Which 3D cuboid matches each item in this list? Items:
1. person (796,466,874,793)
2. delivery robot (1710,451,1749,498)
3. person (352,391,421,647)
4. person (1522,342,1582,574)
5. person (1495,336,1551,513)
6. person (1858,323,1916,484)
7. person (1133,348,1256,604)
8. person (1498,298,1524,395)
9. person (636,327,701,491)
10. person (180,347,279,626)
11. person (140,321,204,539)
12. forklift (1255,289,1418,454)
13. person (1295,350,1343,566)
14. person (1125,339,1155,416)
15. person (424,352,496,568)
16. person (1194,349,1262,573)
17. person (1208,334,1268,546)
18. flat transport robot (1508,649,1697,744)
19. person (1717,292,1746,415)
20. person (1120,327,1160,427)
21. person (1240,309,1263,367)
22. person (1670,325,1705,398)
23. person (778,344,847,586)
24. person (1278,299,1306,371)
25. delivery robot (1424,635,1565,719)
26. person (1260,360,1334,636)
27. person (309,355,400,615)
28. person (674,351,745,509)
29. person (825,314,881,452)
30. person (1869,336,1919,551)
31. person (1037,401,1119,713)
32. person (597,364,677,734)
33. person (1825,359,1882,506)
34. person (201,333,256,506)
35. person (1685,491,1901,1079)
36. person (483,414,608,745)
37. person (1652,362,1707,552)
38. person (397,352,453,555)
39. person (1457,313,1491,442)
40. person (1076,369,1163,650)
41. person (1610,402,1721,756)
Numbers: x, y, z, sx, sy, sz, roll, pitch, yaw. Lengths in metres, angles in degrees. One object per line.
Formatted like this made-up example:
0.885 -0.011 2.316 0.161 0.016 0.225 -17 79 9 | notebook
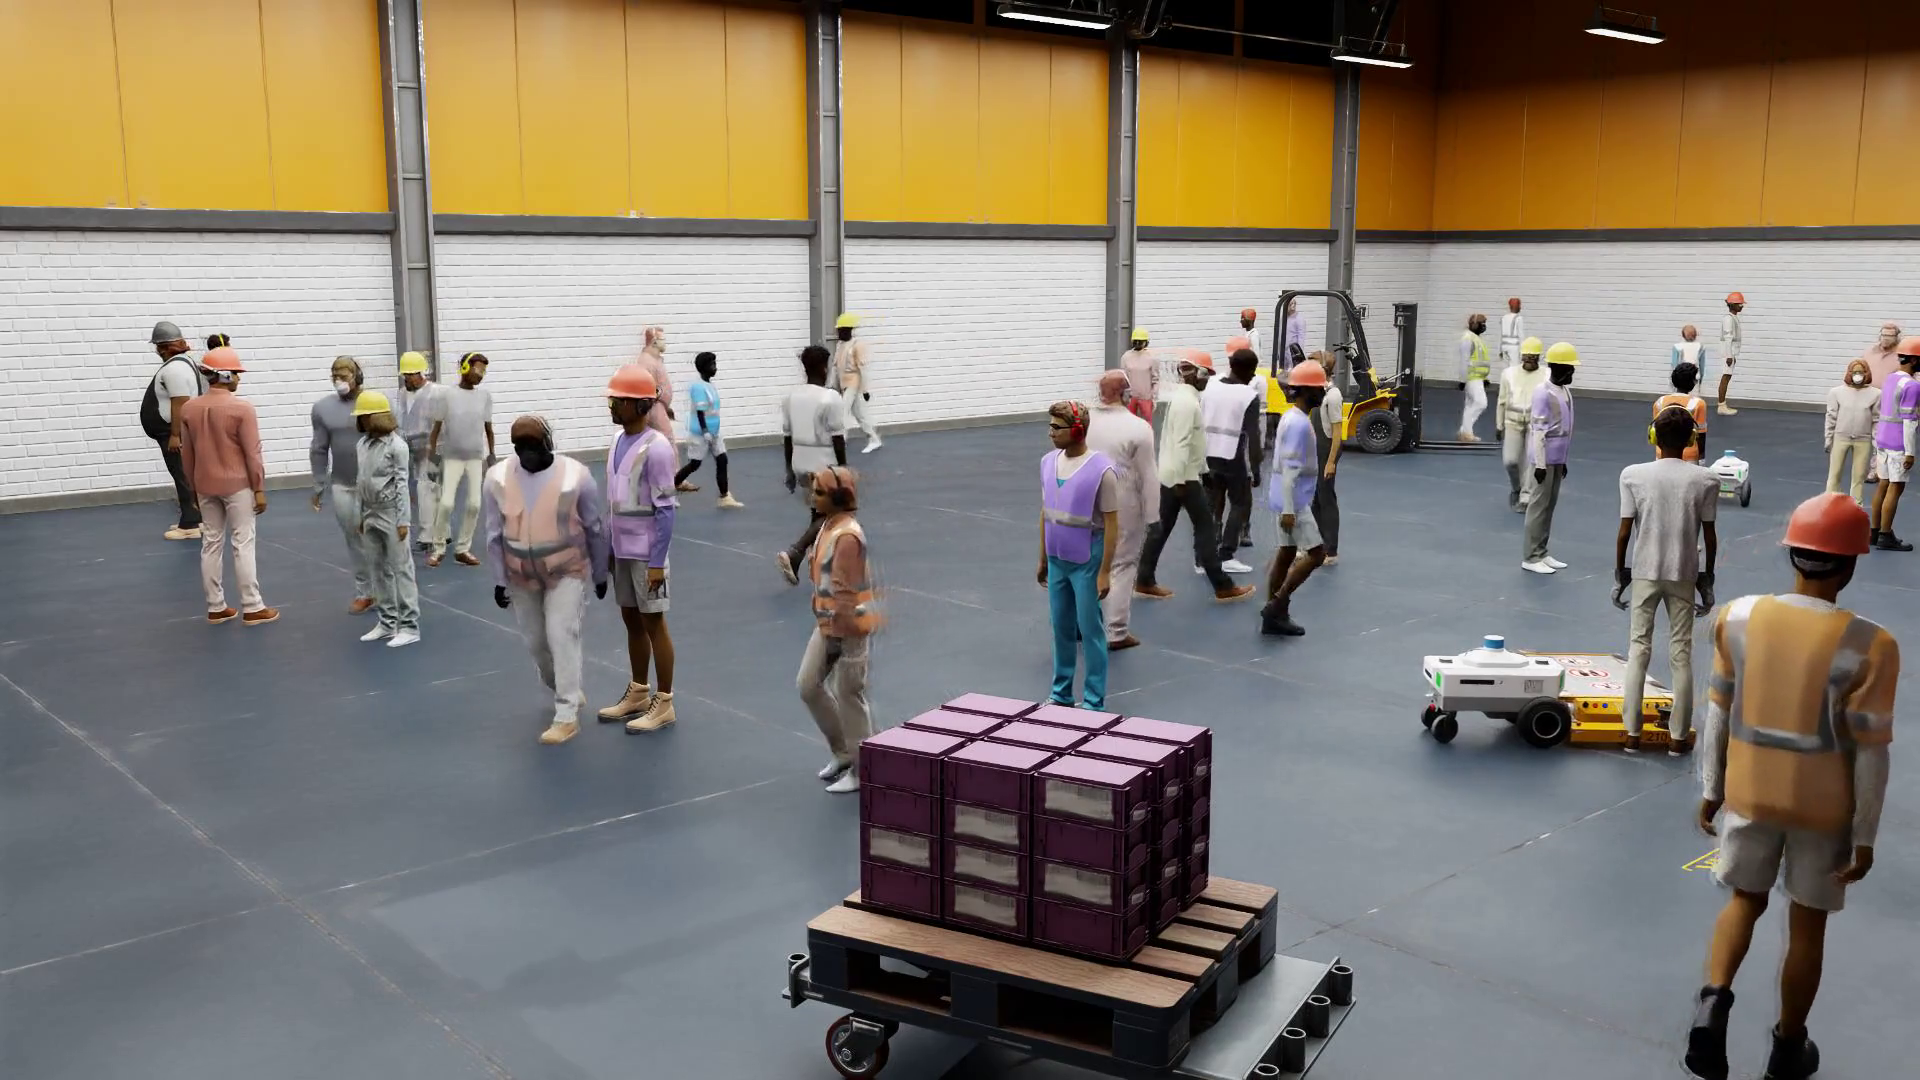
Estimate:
-0.597 0.447 8.154 0.393 1.624 0.524 -4 10 -20 | person
8.204 -0.712 17.756 0.477 0.478 0.707 6 11 30 | delivery robot
-3.923 -0.145 11.285 0.485 1.738 0.320 6 11 32 | person
4.956 -0.689 13.904 0.385 1.925 0.591 8 12 38 | person
5.820 -1.180 17.084 0.619 1.818 0.420 4 11 24 | person
10.864 -1.625 19.575 0.952 1.867 0.640 -8 12 -38 | person
1.794 -0.481 12.673 0.984 1.927 0.628 0 10 0 | person
10.076 -3.482 30.382 0.337 1.882 0.585 -4 11 -23 | person
-3.470 -1.455 18.601 0.989 1.866 0.654 -2 10 -11 | person
-5.239 -0.377 11.895 0.612 1.990 0.392 2 10 14 | person
-7.371 -1.031 15.577 0.537 2.000 0.688 -3 10 -16 | person
5.034 -2.339 22.783 2.313 2.155 1.214 3 10 16 | forklift
3.082 -0.698 14.196 0.327 1.843 0.516 -2 10 -10 | person
2.433 -2.045 22.696 0.500 1.636 0.280 6 12 33 | person
-4.255 -0.674 14.124 0.660 1.818 0.338 -7 12 -34 | person
2.175 -0.647 13.832 0.645 1.874 0.462 8 13 40 | person
2.502 -0.896 15.096 0.552 1.932 0.377 2 10 12 | person
3.647 0.878 9.574 0.652 0.197 1.431 1 10 4 | flat transport robot
12.840 -3.102 27.692 0.371 2.044 0.608 5 11 27 | person
2.203 -1.742 20.534 0.525 1.772 0.304 4 11 23 | person
4.173 -2.385 23.965 0.359 1.882 0.575 0 10 1 | person
10.989 -2.440 25.100 0.531 1.595 0.853 0 10 3 | person
-1.188 -0.582 13.216 0.610 1.943 0.744 8 13 40 | person
5.788 -3.305 29.282 0.399 1.908 0.643 -5 11 -25 | person
2.918 0.768 9.116 0.707 0.478 0.477 1 10 4 | delivery robot
2.302 -0.266 11.430 0.476 1.922 0.586 1 10 8 | person
-4.415 -0.392 12.195 0.635 1.925 0.455 2 10 10 | person
-2.709 -1.137 17.290 0.813 1.665 0.531 2 10 13 | person
-1.444 -2.066 22.135 0.974 1.889 0.595 -5 11 -27 | person
8.455 -0.861 14.931 0.390 1.930 0.539 1 10 6 | person
0.662 0.134 9.339 0.379 1.839 0.566 -8 12 -38 | person
-1.800 0.048 9.242 0.369 2.048 0.607 -8 12 -38 | person
8.786 -0.964 16.372 0.501 1.633 0.283 4 11 23 | person
-7.735 -1.221 17.263 0.524 1.850 0.717 8 13 40 | person
2.553 0.809 5.152 0.598 1.925 0.567 -9 13 -42 | person
-2.260 0.174 9.233 0.638 1.804 0.737 1 10 5 | person
6.422 -0.735 14.849 0.318 1.697 0.535 -6 11 -31 | person
-4.819 -0.771 14.795 0.600 1.796 0.710 7 12 35 | person
7.304 -2.292 23.580 0.453 1.826 0.629 5 11 28 | person
1.033 -0.192 11.096 0.657 1.893 0.410 8 13 40 | person
3.721 0.210 8.798 0.515 1.876 0.328 4 10 20 | person
